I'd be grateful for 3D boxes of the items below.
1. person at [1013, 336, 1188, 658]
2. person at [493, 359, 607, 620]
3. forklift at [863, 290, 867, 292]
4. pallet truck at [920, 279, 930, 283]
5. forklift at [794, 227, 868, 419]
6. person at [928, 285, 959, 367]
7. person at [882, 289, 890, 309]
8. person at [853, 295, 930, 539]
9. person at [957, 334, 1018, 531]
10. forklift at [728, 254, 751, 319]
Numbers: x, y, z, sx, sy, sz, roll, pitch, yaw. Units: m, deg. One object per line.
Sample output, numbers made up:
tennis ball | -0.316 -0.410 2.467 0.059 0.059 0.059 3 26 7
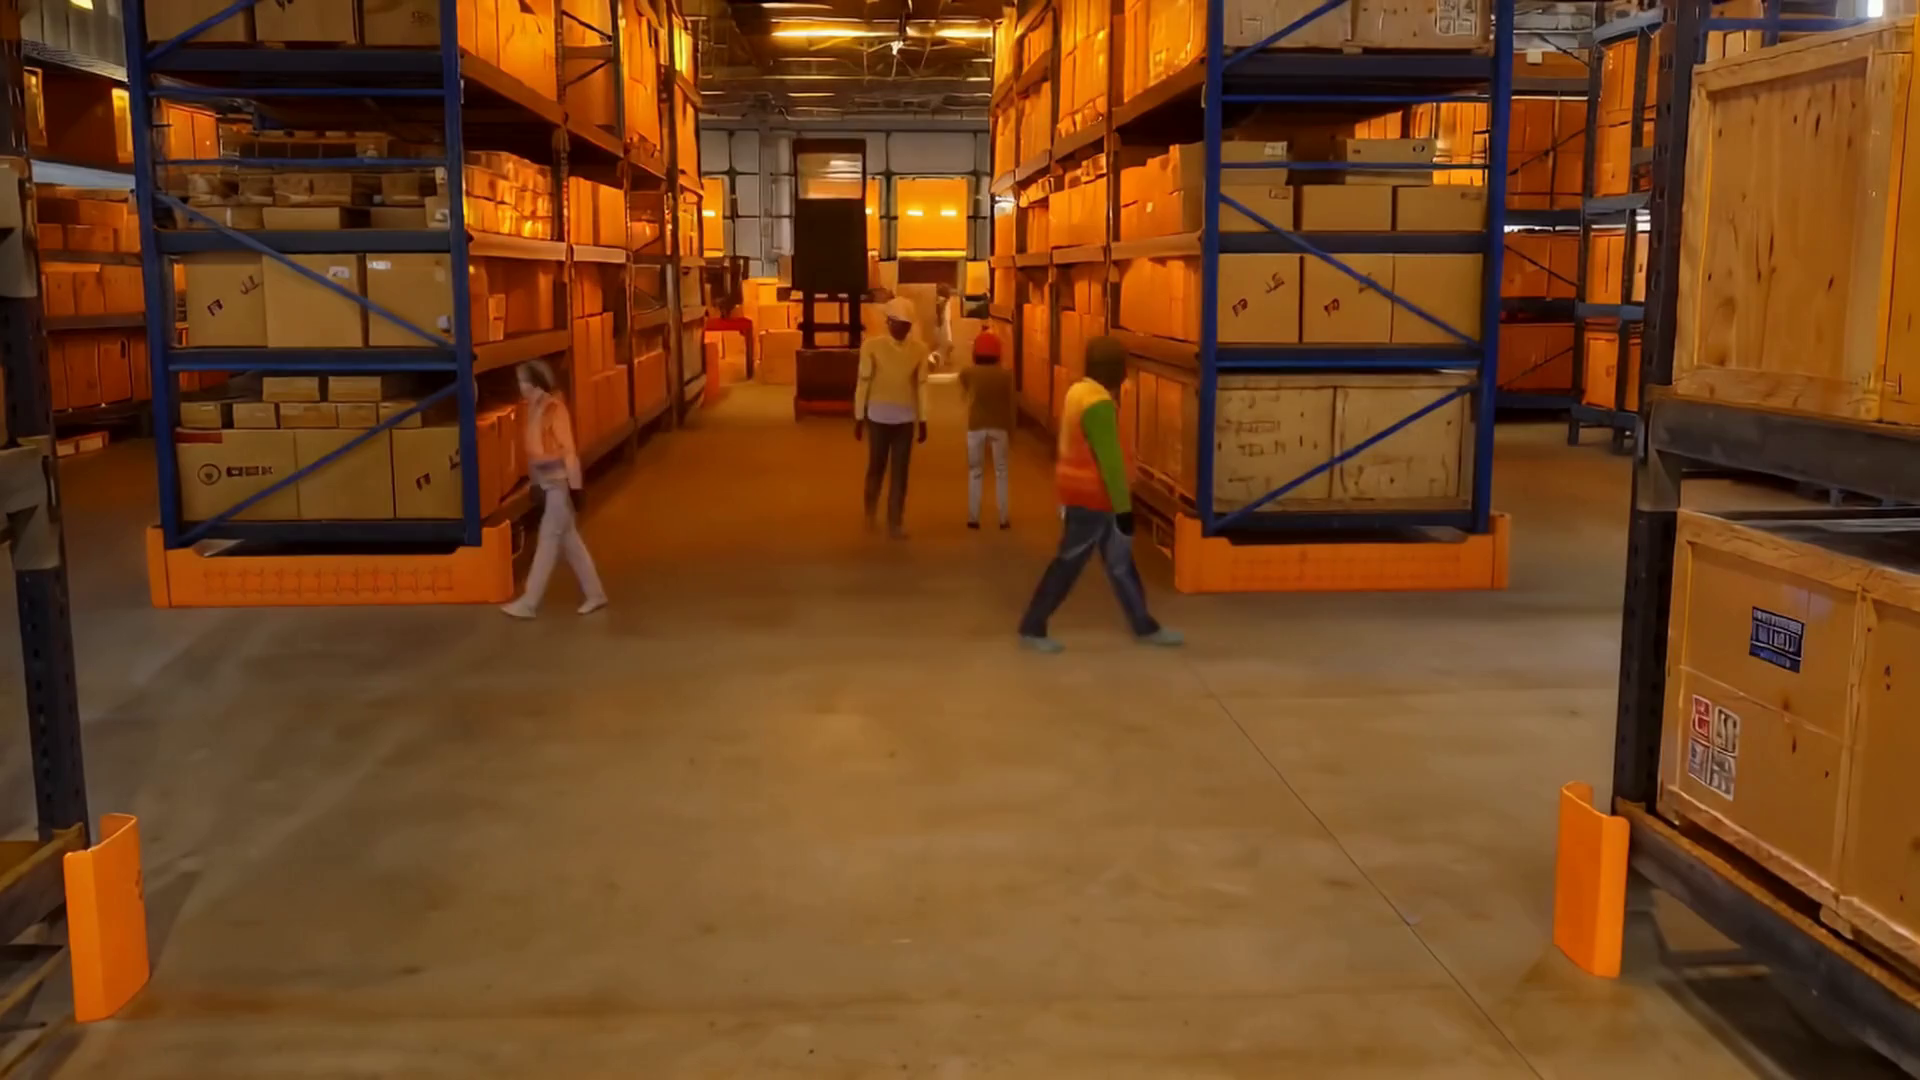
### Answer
person | 0.758 -0.225 9.184 1.000 1.791 0.637 0 9 -2
person | -2.527 -0.307 10.244 0.744 1.593 0.582 -6 11 -33
forklift | -3.693 -8.485 57.608 1.129 2.768 1.873 -6 11 -32
pallet truck | -0.932 -8.922 63.114 1.885 1.965 0.823 2 9 13
forklift | -1.901 -3.235 24.644 1.129 2.768 1.873 -1 9 -4
person | -0.405 -4.890 38.123 0.754 1.900 0.595 -3 10 -18
person | -2.578 -7.951 58.138 0.306 1.639 0.522 -1 9 -8
person | -0.564 -1.005 13.513 0.644 1.972 0.602 -4 10 -23
person | 0.227 -0.882 13.770 0.498 1.633 0.285 0 9 -2
forklift | -7.609 -8.483 57.593 1.873 2.768 1.129 5 10 27
